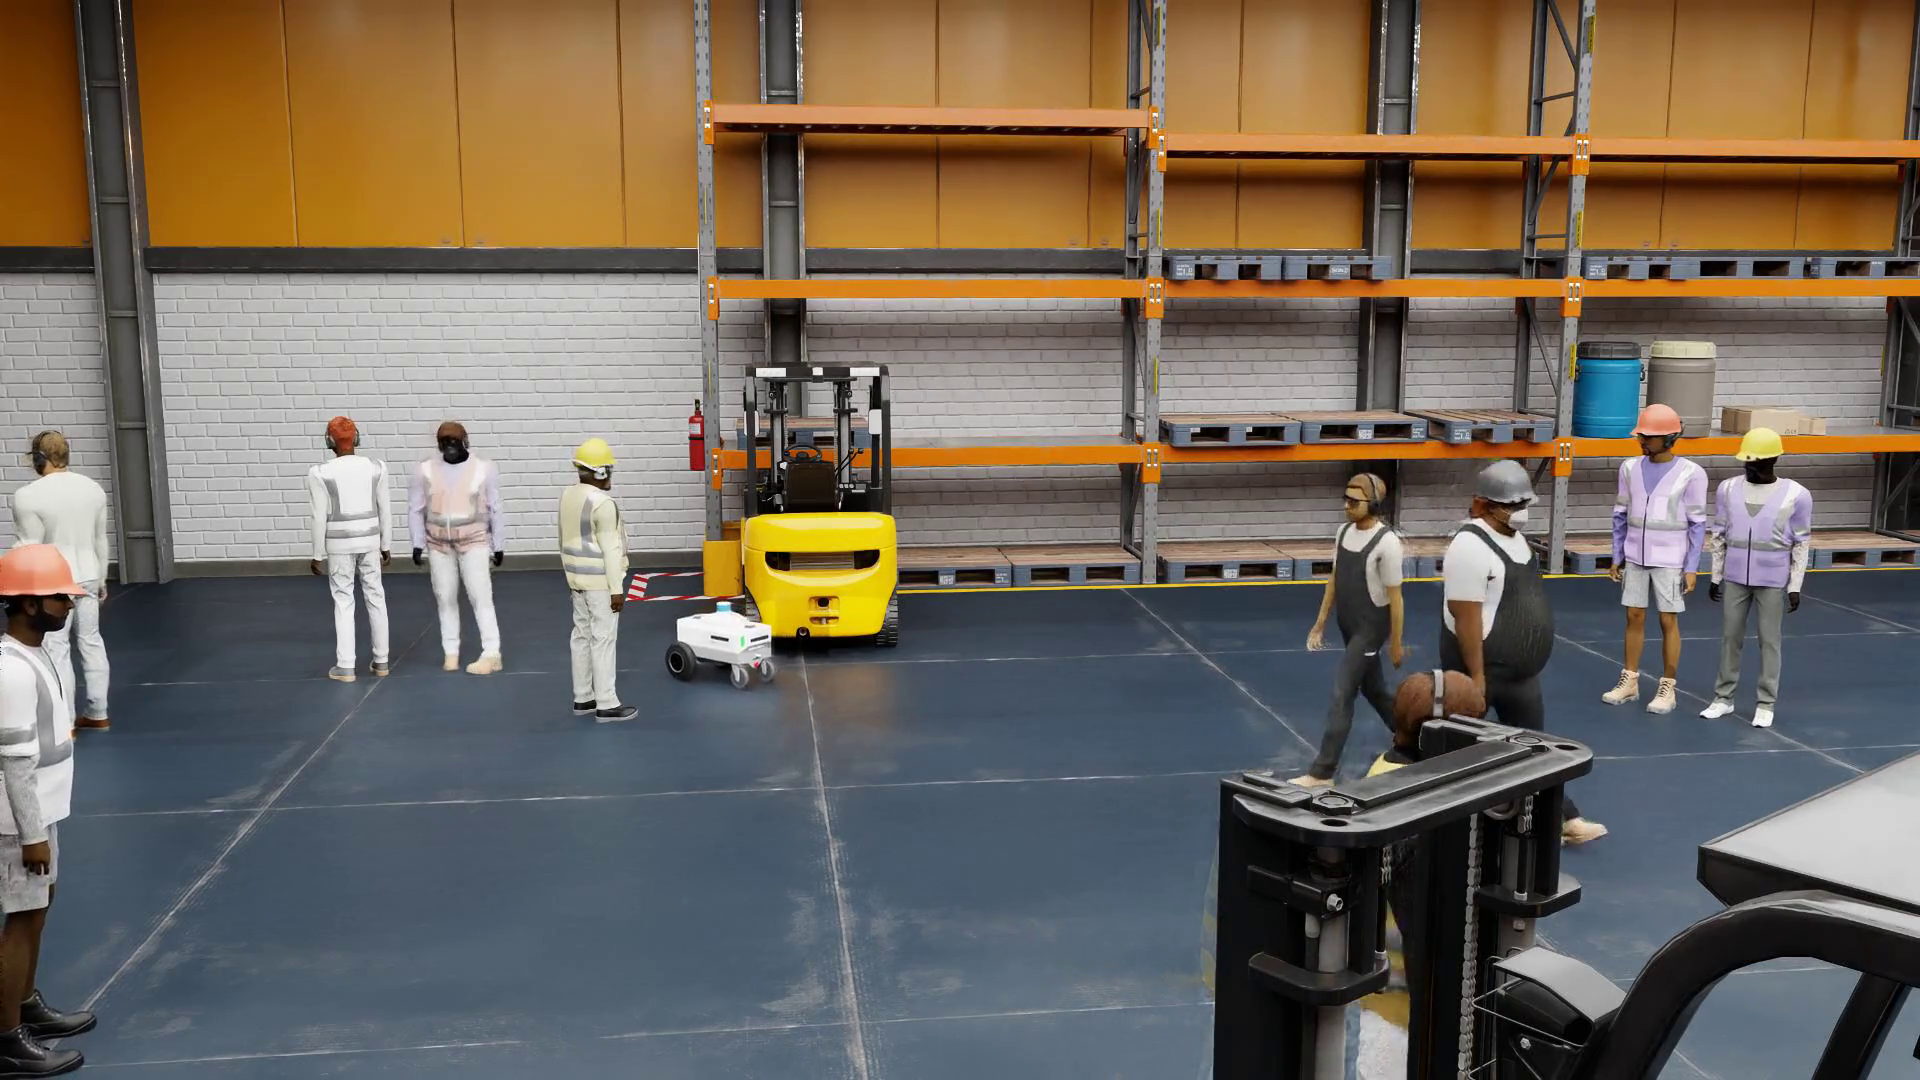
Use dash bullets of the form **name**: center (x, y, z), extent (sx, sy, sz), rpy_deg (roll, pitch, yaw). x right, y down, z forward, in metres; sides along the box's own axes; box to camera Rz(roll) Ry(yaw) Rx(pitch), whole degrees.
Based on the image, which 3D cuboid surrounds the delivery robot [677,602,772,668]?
- **delivery robot**: center (-1.670, 0.682, 11.793), extent (0.707, 0.478, 0.477), rpy_deg (7, 11, 37)

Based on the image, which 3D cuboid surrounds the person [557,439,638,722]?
- **person**: center (-2.346, 0.258, 10.763), extent (0.404, 1.828, 0.603), rpy_deg (-8, 12, -42)

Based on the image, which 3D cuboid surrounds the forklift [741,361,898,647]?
- **forklift**: center (-1.154, -0.340, 13.365), extent (1.214, 2.155, 2.313), rpy_deg (-1, 9, -7)

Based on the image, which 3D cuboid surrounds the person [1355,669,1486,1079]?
- **person**: center (1.201, 1.243, 4.680), extent (0.851, 1.817, 0.618), rpy_deg (3, 10, 18)

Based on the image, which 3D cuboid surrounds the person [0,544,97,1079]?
- **person**: center (-3.349, 0.971, 6.055), extent (0.420, 1.925, 0.559), rpy_deg (-3, 10, -21)

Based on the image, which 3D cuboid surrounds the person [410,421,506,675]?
- **person**: center (-3.646, 0.053, 12.074), extent (0.642, 1.824, 0.544), rpy_deg (0, 9, 1)

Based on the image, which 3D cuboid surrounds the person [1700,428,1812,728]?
- **person**: center (5.078, 0.238, 10.616), extent (0.392, 1.919, 0.589), rpy_deg (-9, 13, -44)

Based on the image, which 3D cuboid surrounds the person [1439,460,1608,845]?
- **person**: center (2.713, 0.540, 8.353), extent (1.035, 2.000, 0.688), rpy_deg (8, 12, 40)

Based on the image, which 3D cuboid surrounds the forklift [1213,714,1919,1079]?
- **forklift**: center (1.441, 1.425, 2.350), extent (1.214, 2.155, 2.313), rpy_deg (-7, 12, -39)

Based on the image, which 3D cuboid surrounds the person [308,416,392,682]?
- **person**: center (-4.323, 0.061, 11.821), extent (0.573, 1.887, 0.355), rpy_deg (-8, 12, -40)

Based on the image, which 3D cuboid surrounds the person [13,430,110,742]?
- **person**: center (-5.539, 0.286, 10.299), extent (0.378, 1.932, 0.642), rpy_deg (3, 10, 19)

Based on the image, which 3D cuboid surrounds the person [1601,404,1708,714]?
- **person**: center (4.564, 0.124, 10.952), extent (0.396, 2.038, 0.611), rpy_deg (-7, 11, -37)

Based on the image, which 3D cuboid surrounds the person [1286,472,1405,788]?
- **person**: center (2.298, 0.505, 9.347), extent (0.973, 1.806, 0.506), rpy_deg (-3, 9, -16)
